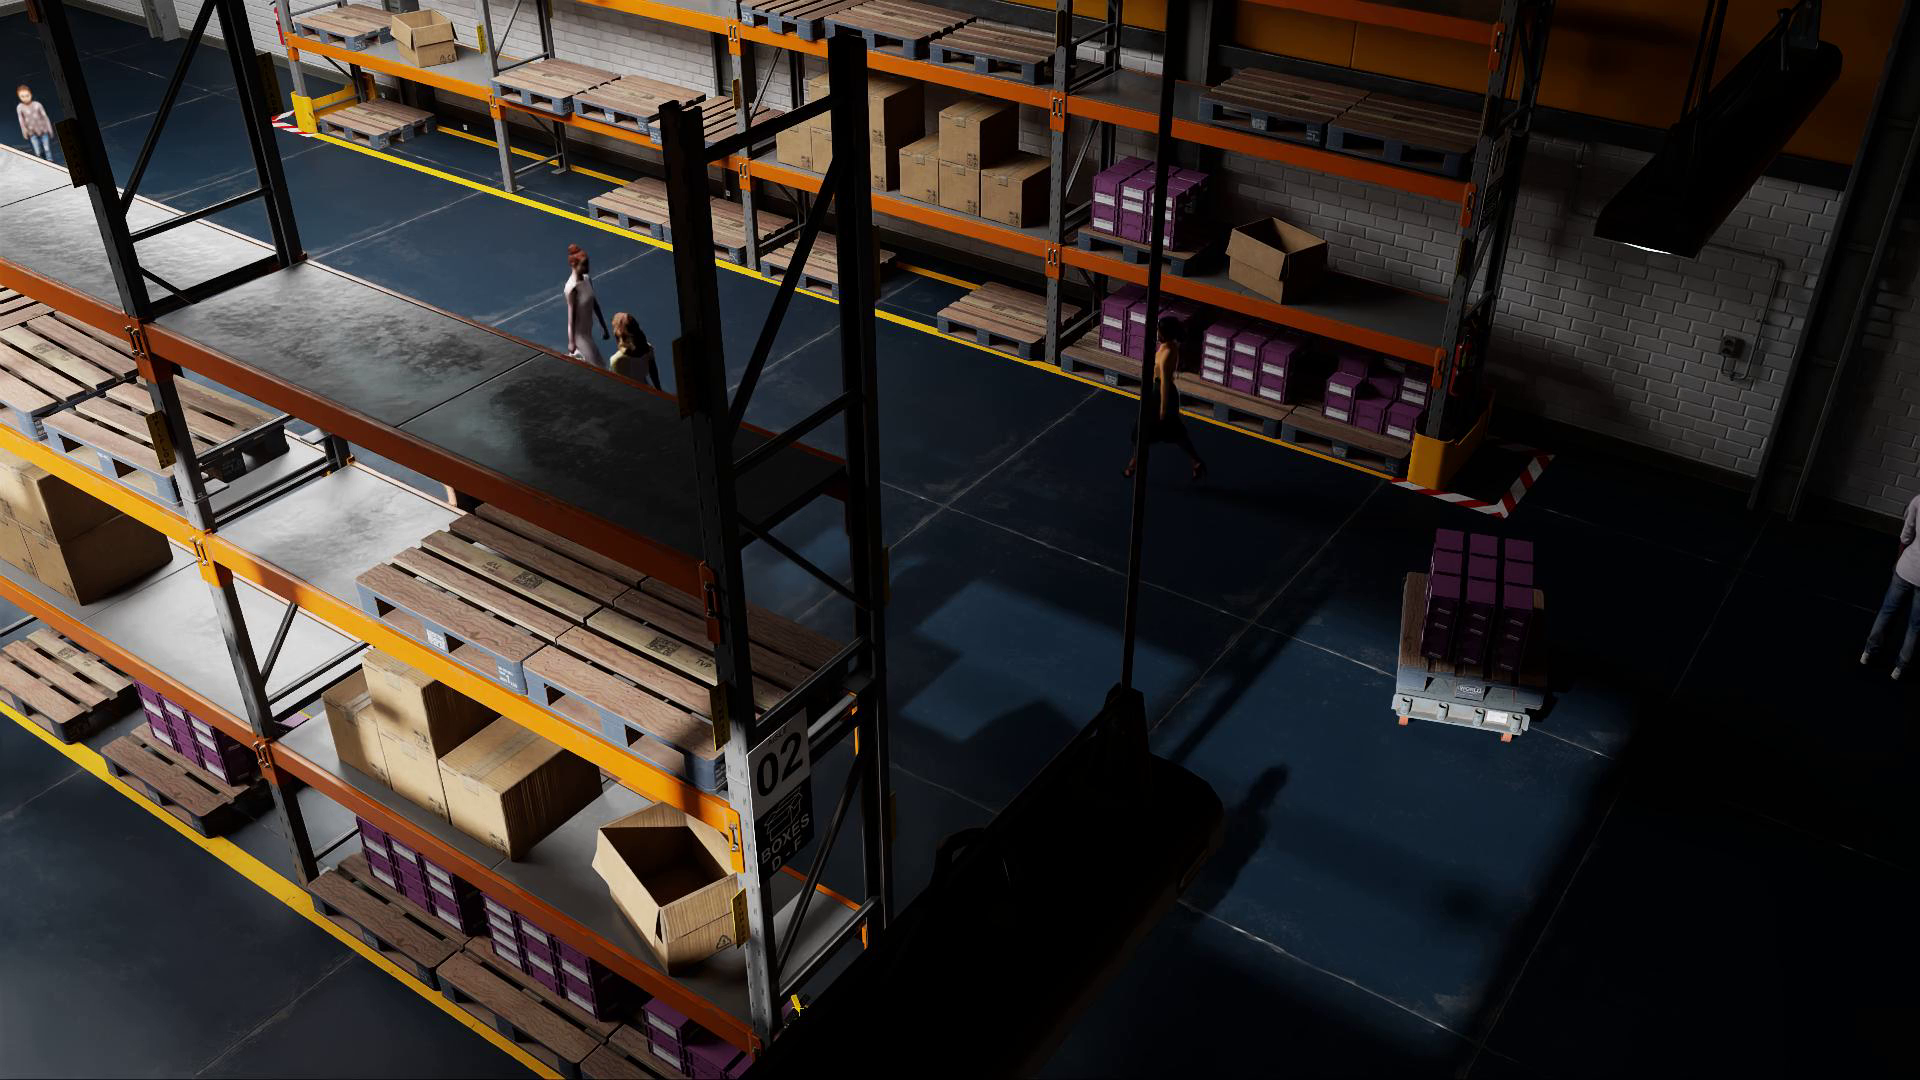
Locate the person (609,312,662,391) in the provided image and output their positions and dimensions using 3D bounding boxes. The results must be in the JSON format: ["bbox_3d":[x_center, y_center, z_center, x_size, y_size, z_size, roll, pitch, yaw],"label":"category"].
[{"bbox_3d":[-2.719,-1.133,14.407,0.997,1.691,0.669,18,38,25],"label":"person"}]

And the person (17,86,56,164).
[{"bbox_3d":[-11.594,-5.142,20.912,0.719,1.168,0.869,-16,37,-22],"label":"person"}]

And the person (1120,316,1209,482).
[{"bbox_3d":[1.858,-1.176,14.537,1.087,1.619,0.796,11,35,16],"label":"person"}]

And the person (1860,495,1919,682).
[{"bbox_3d":[7.115,0.212,12.271,0.780,1.816,0.646,-20,39,-27],"label":"person"}]
